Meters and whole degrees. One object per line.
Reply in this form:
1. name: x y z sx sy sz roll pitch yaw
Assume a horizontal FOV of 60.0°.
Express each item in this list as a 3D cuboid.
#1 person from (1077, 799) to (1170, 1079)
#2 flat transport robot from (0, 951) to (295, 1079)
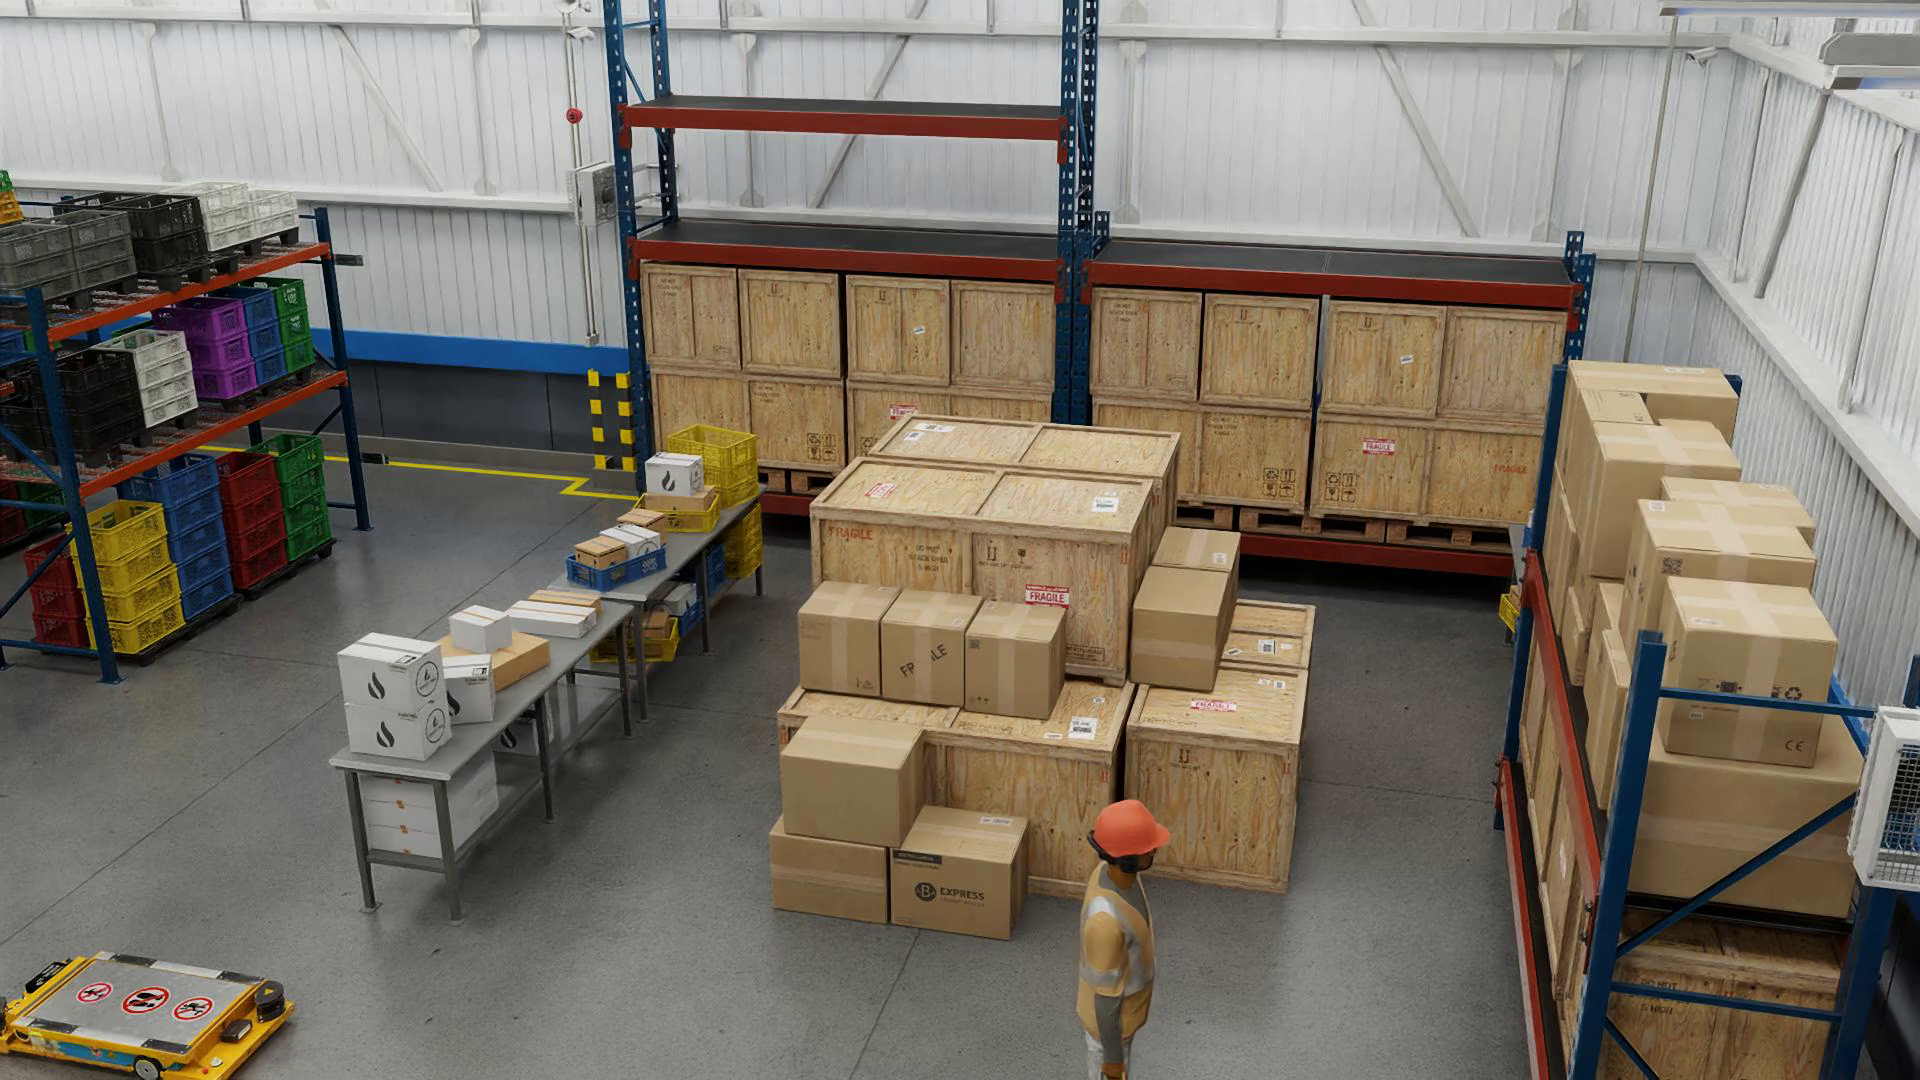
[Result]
1. person: 0.693 2.041 7.220 0.362 2.048 0.610 4 21 9
2. flat transport robot: -4.270 2.464 8.601 1.431 0.231 0.659 5 22 13
